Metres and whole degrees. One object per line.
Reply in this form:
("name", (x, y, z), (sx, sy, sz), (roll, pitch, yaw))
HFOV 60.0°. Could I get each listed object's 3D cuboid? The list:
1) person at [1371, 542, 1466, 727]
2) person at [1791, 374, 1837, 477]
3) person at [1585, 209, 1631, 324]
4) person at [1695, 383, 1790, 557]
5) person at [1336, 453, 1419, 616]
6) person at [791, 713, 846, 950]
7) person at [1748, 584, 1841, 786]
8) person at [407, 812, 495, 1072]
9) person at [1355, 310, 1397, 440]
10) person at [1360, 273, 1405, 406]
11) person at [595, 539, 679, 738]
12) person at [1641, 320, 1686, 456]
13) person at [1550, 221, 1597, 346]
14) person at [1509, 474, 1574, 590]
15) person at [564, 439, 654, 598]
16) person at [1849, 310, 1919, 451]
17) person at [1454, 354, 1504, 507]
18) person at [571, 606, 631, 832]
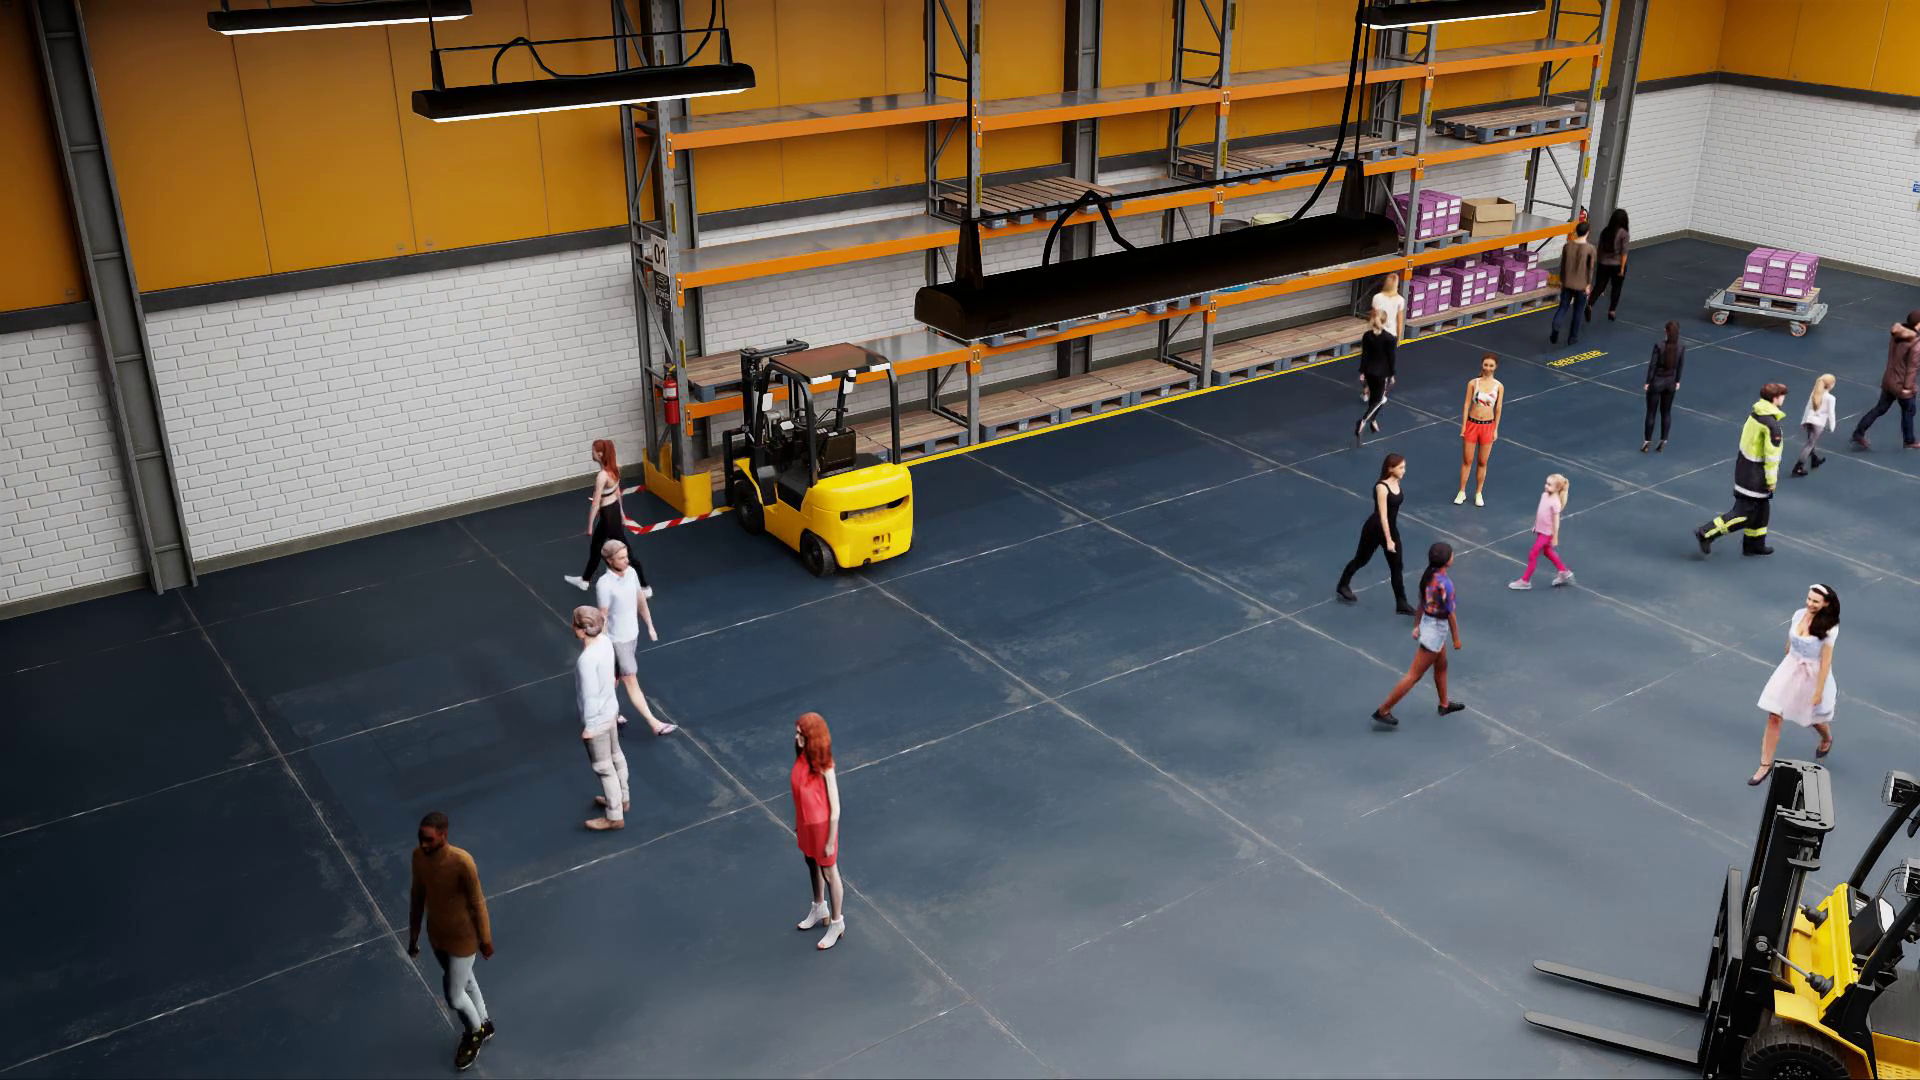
("person", (3.991, 0.860, 14.361), (1.234, 1.702, 0.928), (-4, 24, -10))
("person", (10.251, -1.372, 20.026), (0.888, 1.253, 0.638), (-9, 25, -19))
("person", (10.036, -4.188, 25.773), (0.781, 1.809, 1.156), (22, 32, 40))
("person", (8.349, -0.707, 17.629), (1.262, 1.956, 1.192), (3, 24, 7))
("person", (4.106, -0.064, 16.550), (0.799, 1.641, 1.142), (22, 32, 40))
("person", (-0.986, 2.005, 11.585), (0.500, 1.826, 0.599), (-15, 28, -31))
("person", (6.929, 1.169, 13.555), (1.199, 1.781, 0.748), (-13, 27, -26))
("person", (-3.155, 2.459, 10.576), (0.768, 1.803, 0.804), (11, 26, 23))
("person", (5.240, -2.050, 21.041), (0.739, 1.683, 1.052), (20, 31, 38))
("person", (5.692, -2.706, 22.384), (0.683, 1.809, 0.726), (5, 24, 12))
("person", (-2.998, 0.828, 14.323), (1.113, 1.791, 1.174), (10, 26, 22))
("person", (8.735, -1.912, 20.689), (0.597, 1.711, 0.705), (-1, 24, -1))
("person", (9.132, -3.790, 24.784), (0.817, 1.873, 1.048), (19, 30, 36))
("person", (6.077, -0.087, 17.089), (0.959, 1.251, 0.789), (-1, 24, -3))
("person", (-3.417, -0.167, 16.719), (1.196, 1.694, 1.105), (3, 24, 7))
("person", (11.586, -1.950, 20.665), (1.331, 1.801, 1.162), (-1, 24, -2))
("person", (5.980, -1.278, 19.138), (0.681, 1.792, 0.731), (7, 25, 15))
("person", (-2.808, 1.369, 12.960), (0.785, 1.892, 0.749), (2, 24, 4))
